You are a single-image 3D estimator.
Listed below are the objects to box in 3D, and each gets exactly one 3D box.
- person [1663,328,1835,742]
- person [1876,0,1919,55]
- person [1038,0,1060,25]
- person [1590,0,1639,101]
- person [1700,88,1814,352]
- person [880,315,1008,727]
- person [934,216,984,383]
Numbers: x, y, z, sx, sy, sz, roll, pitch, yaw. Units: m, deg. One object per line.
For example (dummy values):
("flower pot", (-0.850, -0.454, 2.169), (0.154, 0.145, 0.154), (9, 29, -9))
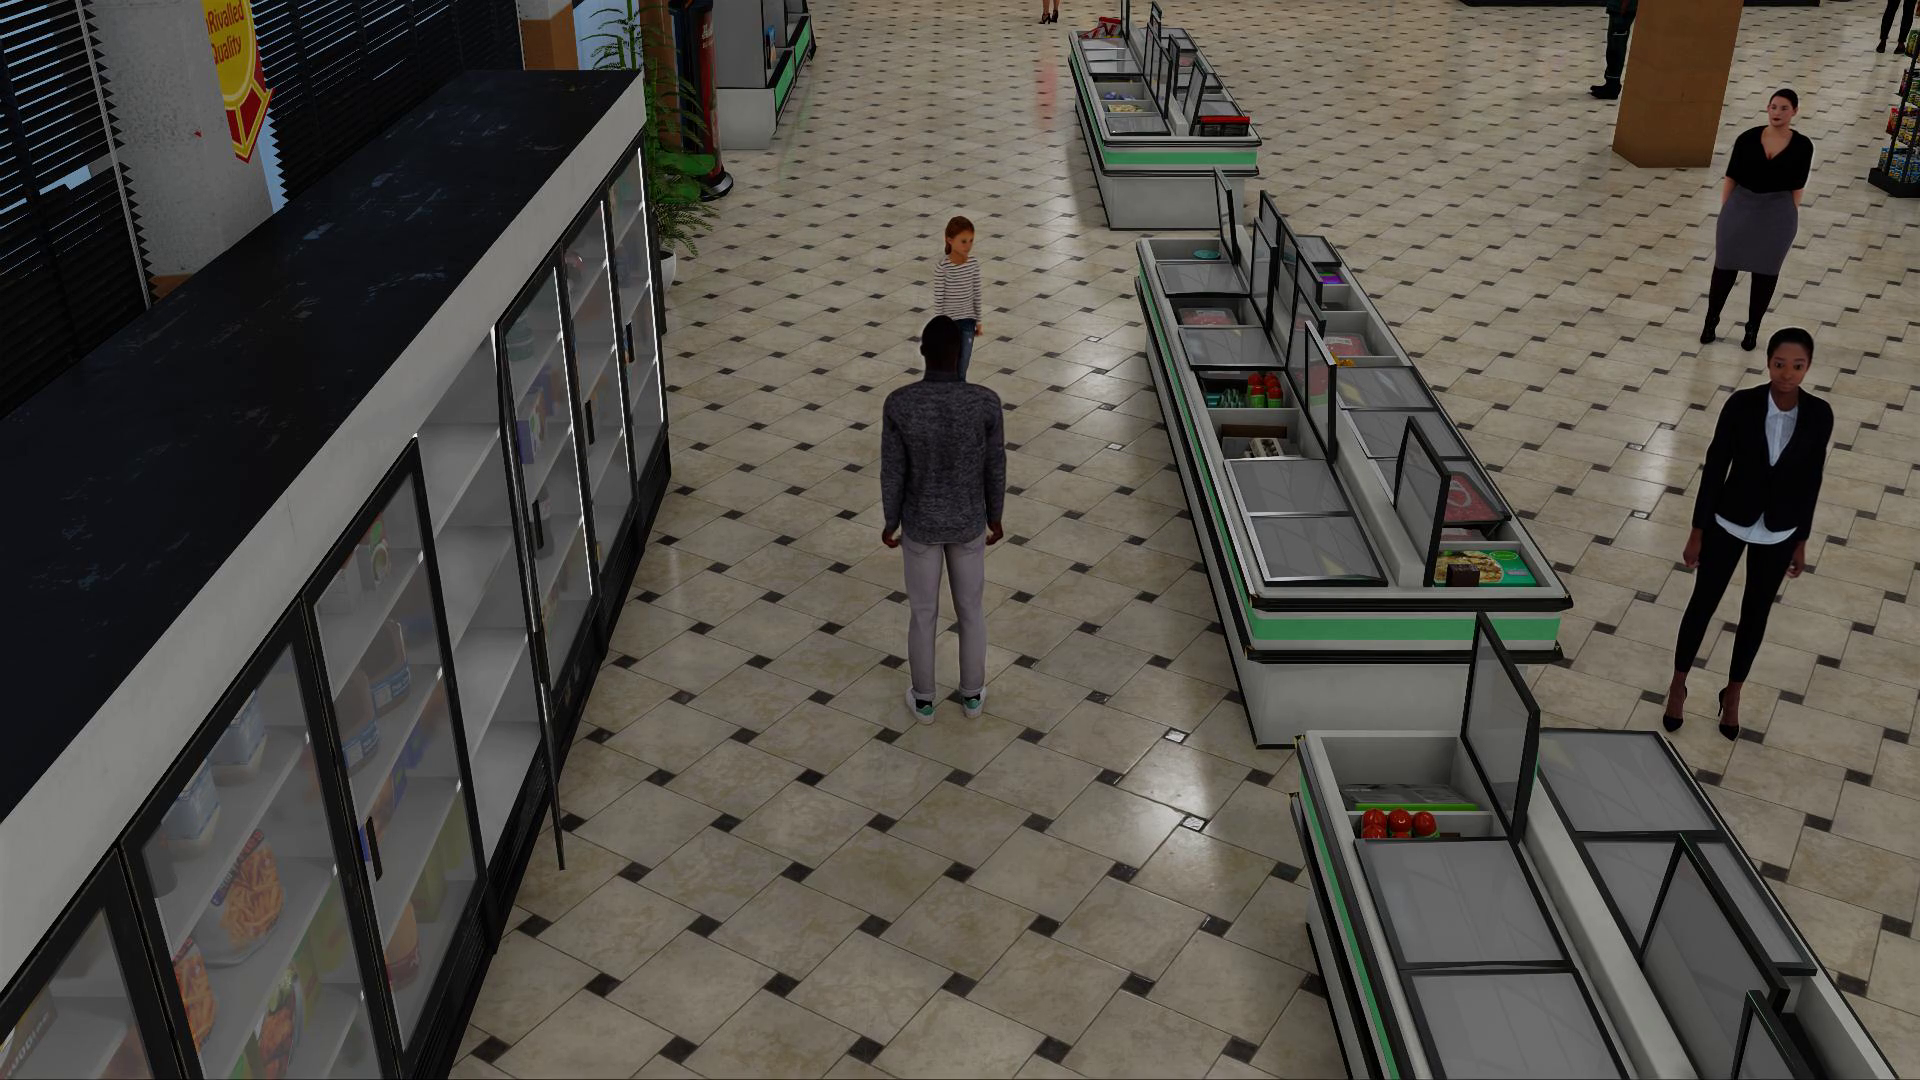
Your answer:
("person", (3.254, 0.002, 6.865), (0.673, 1.834, 0.623), (8, 28, 15))
("person", (11.800, -7.009, 20.706), (0.746, 1.819, 0.760), (18, 32, 31))
("person", (1.219, -7.931, 22.625), (0.666, 1.728, 0.718), (-22, 34, -36))
("person", (7.302, -5.818, 18.335), (0.816, 1.840, 0.661), (8, 28, 16))
("person", (5.368, -2.157, 11.204), (0.771, 1.760, 0.787), (15, 30, 27))
("person", (-0.069, -0.066, 6.992), (0.705, 1.839, 0.584), (-3, 27, -6))
("person", (-0.032, -1.307, 10.023), (0.557, 1.312, 0.603), (-14, 30, -26))
